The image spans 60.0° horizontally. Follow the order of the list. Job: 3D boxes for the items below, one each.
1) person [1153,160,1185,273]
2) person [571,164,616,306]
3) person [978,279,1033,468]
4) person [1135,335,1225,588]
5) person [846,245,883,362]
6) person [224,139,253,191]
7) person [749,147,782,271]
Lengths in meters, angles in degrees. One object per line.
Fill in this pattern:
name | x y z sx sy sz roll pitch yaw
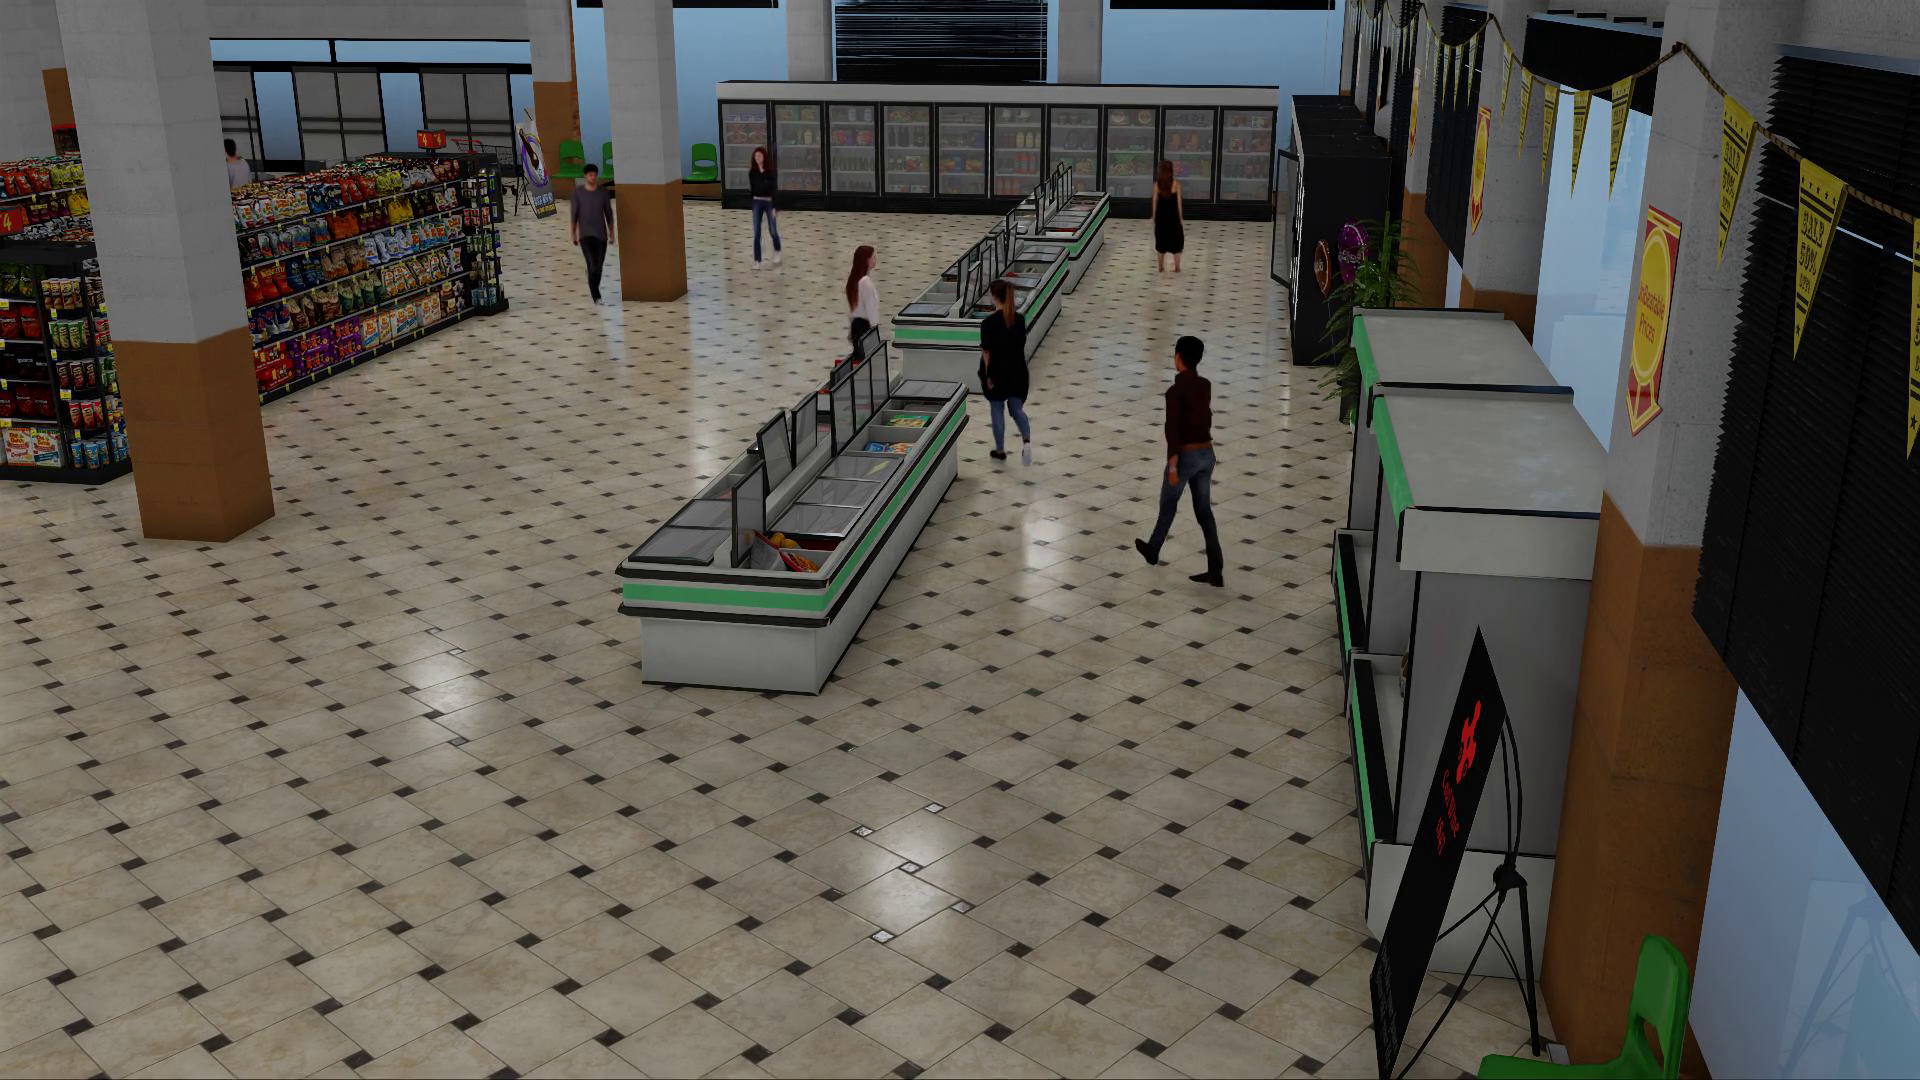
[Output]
person | 3.007 -4.708 24.267 0.651 1.621 0.631 7 20 19
person | -4.844 -4.001 21.897 1.153 1.796 1.286 -9 21 -26
person | 0.427 -1.401 14.402 0.944 1.657 1.103 -7 20 -19
person | 1.673 -0.493 11.631 1.162 1.707 1.185 -17 25 -42
person | -0.997 -1.897 15.759 0.943 1.731 0.979 -6 20 -17
person | -10.713 -5.004 24.733 0.811 1.885 0.661 12 22 31
person | -2.846 -4.877 24.577 0.619 1.744 1.201 4 19 12
